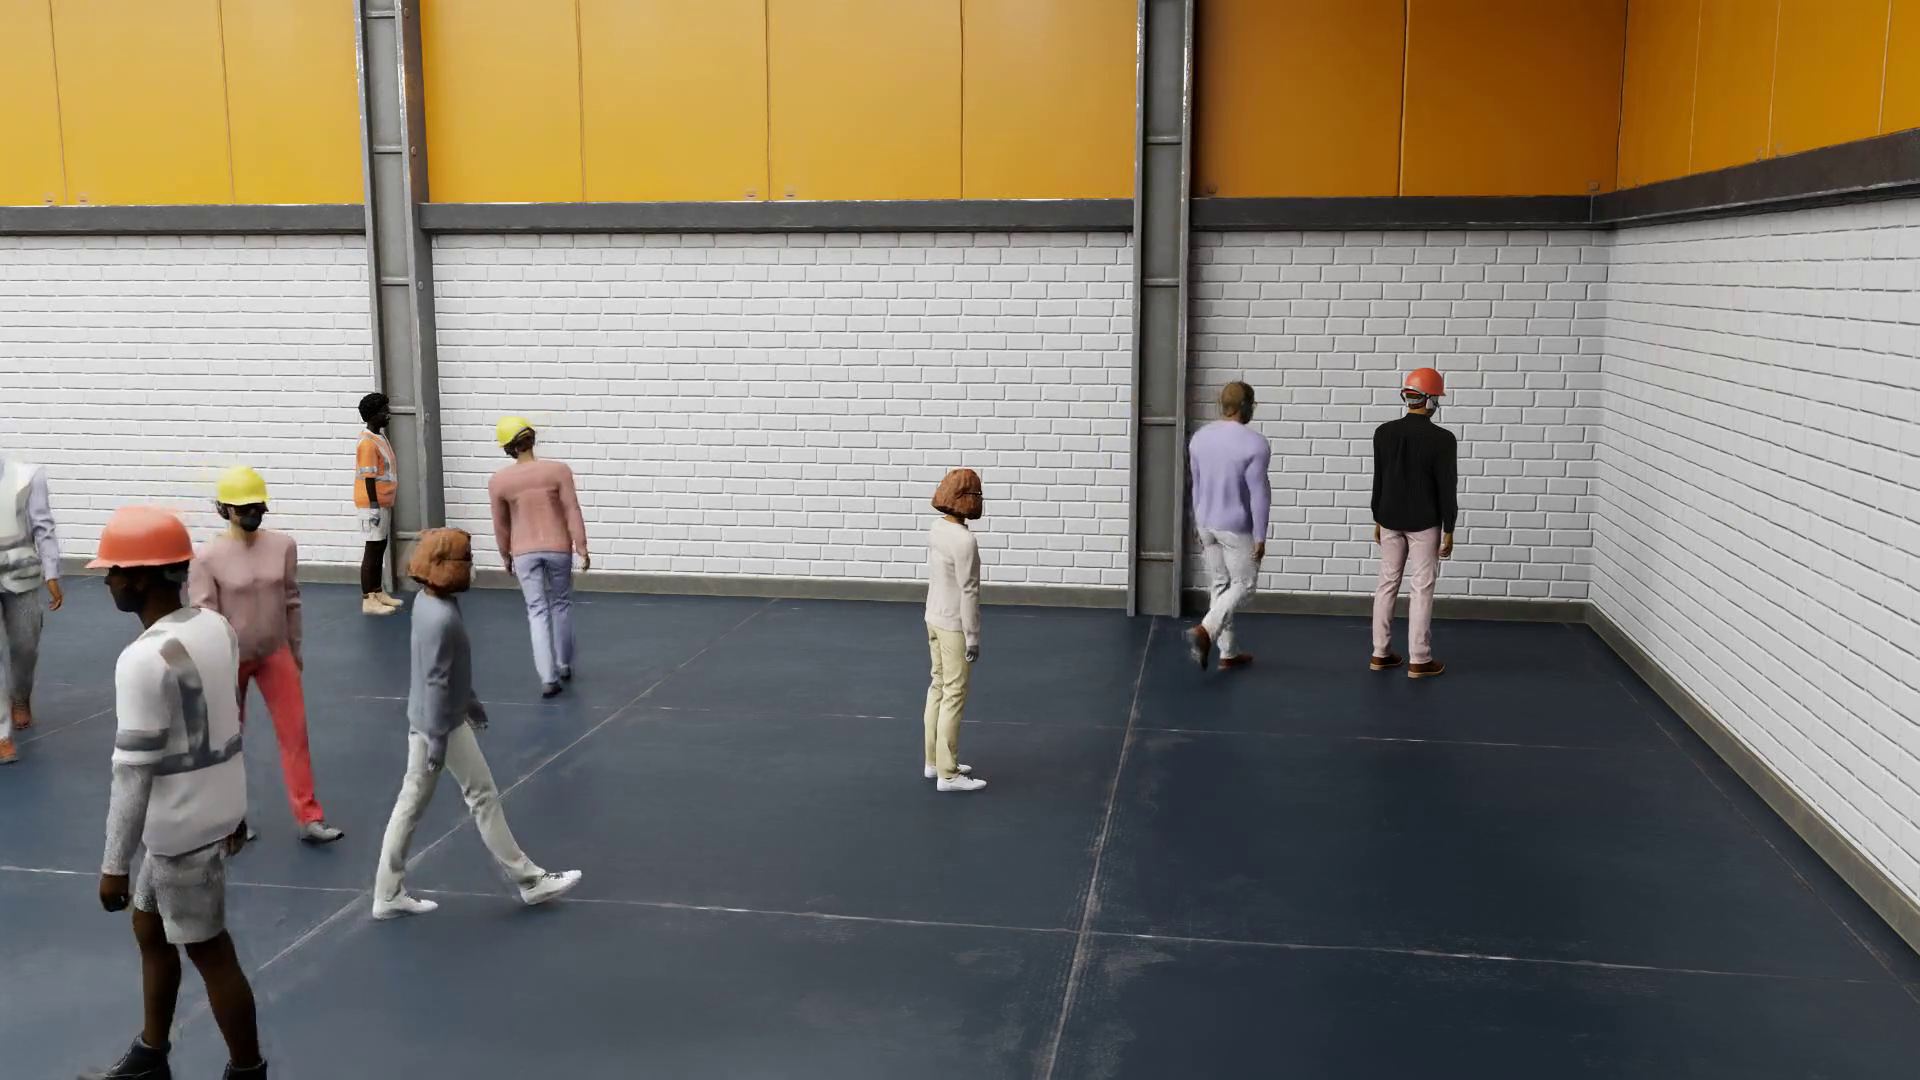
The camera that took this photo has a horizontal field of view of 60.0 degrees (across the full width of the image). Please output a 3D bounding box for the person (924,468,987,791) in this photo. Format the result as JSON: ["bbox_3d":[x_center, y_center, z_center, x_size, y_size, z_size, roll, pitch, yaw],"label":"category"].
[{"bbox_3d":[-0.023,0.447,8.376,0.284,1.624,0.494,-4,10,-22],"label":"person"}]

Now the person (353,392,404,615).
[{"bbox_3d":[-4.436,-0.278,12.646,0.321,1.689,0.530,-2,9,-11],"label":"person"}]

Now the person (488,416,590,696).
[{"bbox_3d":[-2.606,0.083,10.336,0.593,1.708,0.737,-2,9,-14],"label":"person"}]

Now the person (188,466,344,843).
[{"bbox_3d":[-3.126,0.543,7.444,0.817,1.734,0.545,8,12,41],"label":"person"}]

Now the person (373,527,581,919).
[{"bbox_3d":[-2.002,0.733,6.699,0.836,1.589,0.519,-4,10,-24],"label":"person"}]

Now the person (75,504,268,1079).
[{"bbox_3d":[-2.470,0.849,4.991,0.780,1.913,0.571,-1,9,-5],"label":"person"}]

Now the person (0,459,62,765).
[{"bbox_3d":[-5.251,0.197,9.059,0.603,1.920,0.942,-6,11,-32],"label":"person"}]

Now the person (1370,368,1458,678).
[{"bbox_3d":[2.931,-0.111,10.707,0.402,1.988,0.613,-9,13,-43],"label":"person"}]

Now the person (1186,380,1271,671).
[{"bbox_3d":[1.666,-0.061,10.643,0.708,1.916,0.636,-8,12,-41],"label":"person"}]
